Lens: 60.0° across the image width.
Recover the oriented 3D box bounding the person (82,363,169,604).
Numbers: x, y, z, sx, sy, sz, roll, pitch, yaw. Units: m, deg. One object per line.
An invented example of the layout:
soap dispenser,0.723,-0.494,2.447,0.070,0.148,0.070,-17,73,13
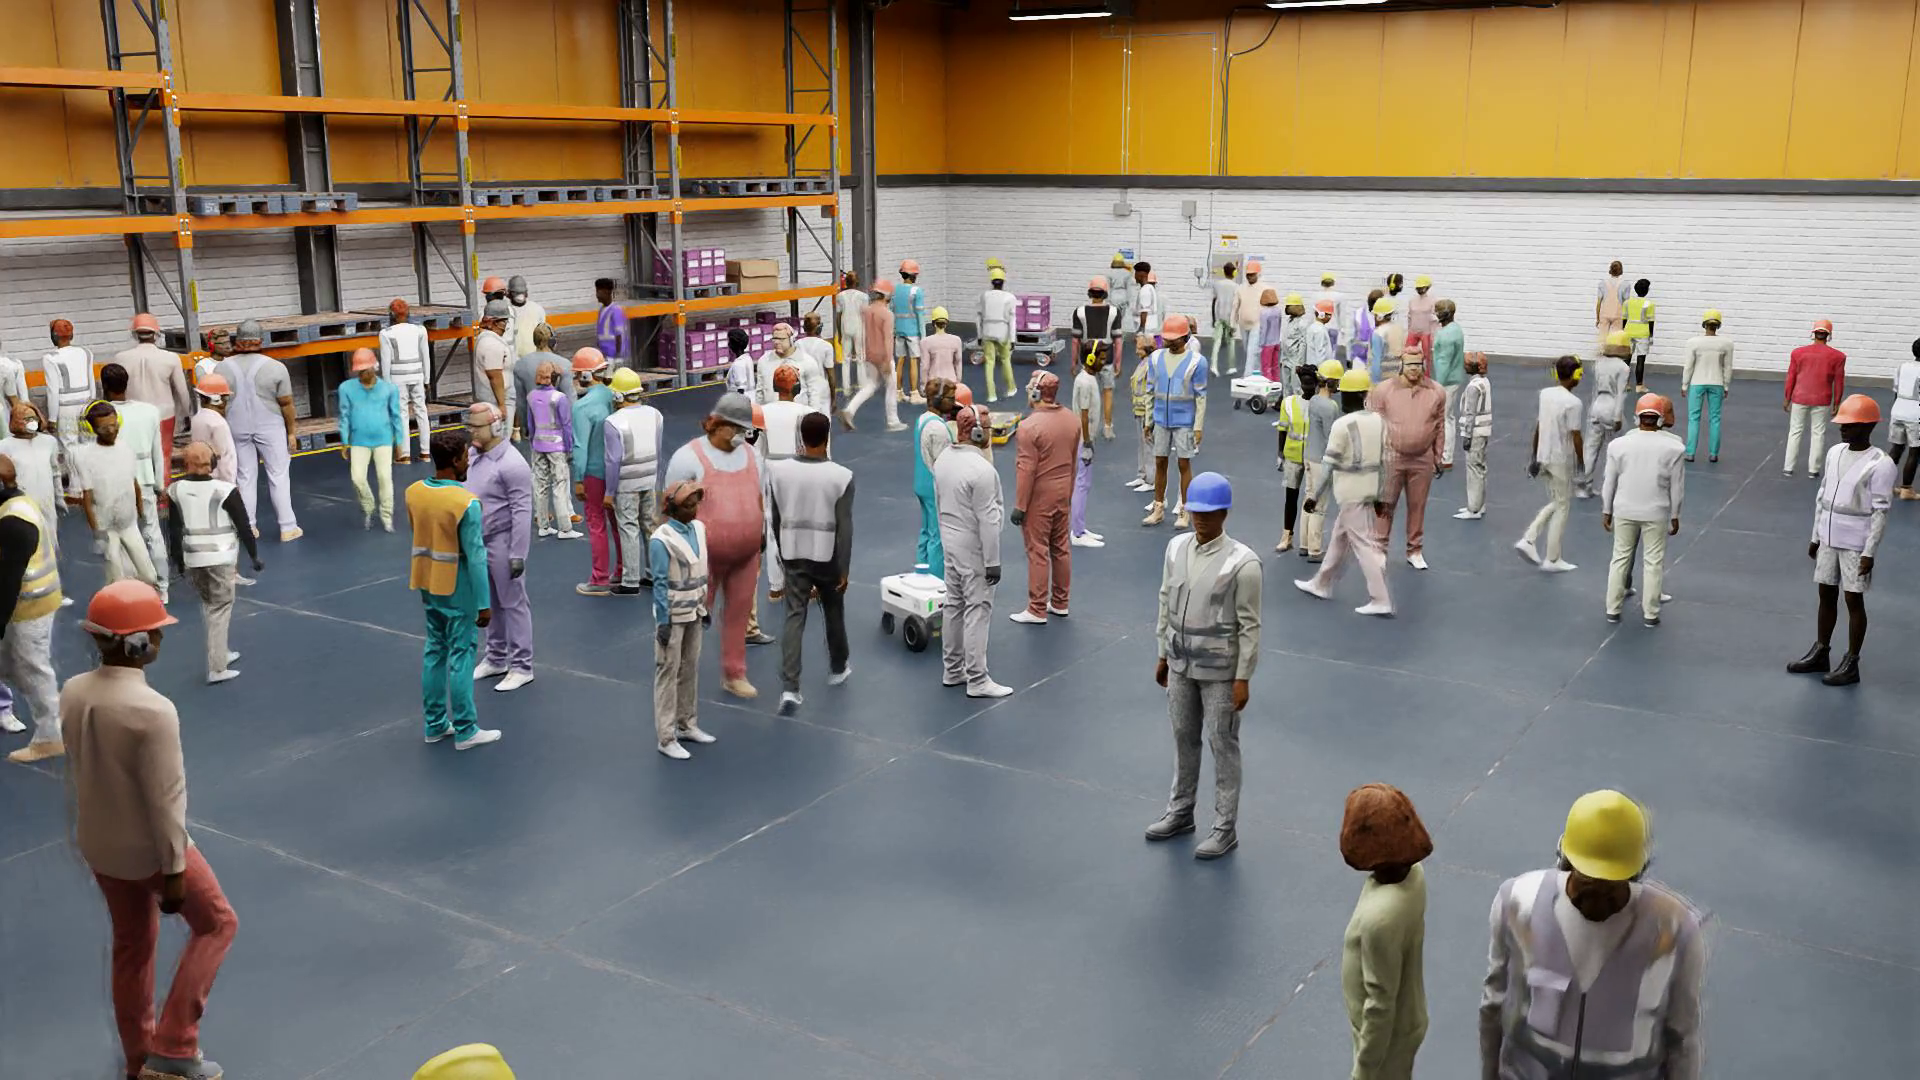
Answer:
person,-6.413,-0.404,12.828,0.391,1.920,0.593,8,15,32

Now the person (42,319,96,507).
person,-8.902,-1.271,16.666,0.355,1.883,0.575,4,14,16

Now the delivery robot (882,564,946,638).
delivery robot,-0.268,0.419,12.037,0.477,0.478,0.707,-8,15,-33

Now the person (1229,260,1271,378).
person,4.421,-3.251,25.130,0.627,1.958,1.017,9,16,35

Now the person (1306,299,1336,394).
person,4.455,-2.104,20.580,0.337,1.742,0.562,1,13,3

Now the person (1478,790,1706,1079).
person,1.787,1.518,4.765,0.596,1.798,0.783,6,14,25

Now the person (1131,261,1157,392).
person,2.731,-3.144,24.637,0.379,1.958,0.600,2,13,9

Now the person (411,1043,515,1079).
person,-0.991,1.852,3.401,0.339,1.761,0.526,-6,14,-24

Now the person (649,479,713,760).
person,-1.637,0.457,9.726,0.320,1.638,0.559,5,14,21

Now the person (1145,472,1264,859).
person,1.221,0.616,8.335,0.386,1.948,0.614,-11,17,-40

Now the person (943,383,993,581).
person,-0.007,-0.337,12.893,0.562,1.753,0.333,3,13,12

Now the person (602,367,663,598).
person,-2.617,-0.456,13.229,0.403,1.837,0.589,8,15,33

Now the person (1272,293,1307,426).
person,4.273,-2.302,21.445,0.294,1.744,0.487,-5,14,-19

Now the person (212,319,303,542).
person,-6.377,-1.001,15.146,0.689,2.000,0.537,-1,13,-5

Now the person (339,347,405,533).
person,-5.473,-0.933,15.505,0.590,1.736,0.371,-3,13,-13

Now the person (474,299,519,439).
person,-4.747,-1.486,17.251,0.535,2.000,0.686,-5,14,-20

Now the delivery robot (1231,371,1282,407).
delivery robot,4.077,-2.092,22.932,0.477,0.478,0.707,-10,17,-38

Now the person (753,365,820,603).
person,-1.331,-0.430,13.020,0.575,1.882,0.355,4,13,16

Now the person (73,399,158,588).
person,-5.850,-0.070,11.559,0.411,1.844,0.517,7,15,27

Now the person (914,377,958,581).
person,-0.173,-0.326,12.663,0.333,1.837,0.514,-4,14,-18

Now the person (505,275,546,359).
person,-5.488,-2.306,20.807,0.685,2.000,0.535,-5,14,-21

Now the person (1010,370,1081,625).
person,0.613,-0.321,12.483,0.407,1.913,0.638,11,17,41

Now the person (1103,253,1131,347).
person,2.876,-4.431,30.711,0.495,1.724,0.544,-4,13,-15

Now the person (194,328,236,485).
person,-7.155,-1.124,16.105,0.388,1.848,0.564,1,13,5

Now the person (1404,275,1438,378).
person,6.793,-3.034,24.608,0.533,1.748,0.565,12,18,42

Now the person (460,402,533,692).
person,-3.068,0.042,10.926,0.643,1.907,0.400,12,18,43

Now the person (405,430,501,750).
person,-3.005,0.301,9.798,0.592,1.913,0.393,9,16,33

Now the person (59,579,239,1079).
person,-2.997,1.109,6.131,0.621,1.980,0.439,6,14,25

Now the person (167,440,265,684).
person,-4.954,0.129,11.172,0.533,1.619,0.618,3,13,13

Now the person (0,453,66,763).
person,-5.427,0.397,9.574,0.460,1.823,0.624,-9,16,-35

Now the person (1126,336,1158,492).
person,1.944,-1.325,17.440,0.306,1.638,0.512,-2,13,-8

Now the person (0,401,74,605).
person,-7.129,-0.258,12.816,0.284,1.634,0.498,7,15,28

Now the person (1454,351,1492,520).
person,4.986,-1.016,16.121,0.318,1.630,0.513,6,14,26

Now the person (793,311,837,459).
person,-1.562,-1.528,17.863,0.506,1.847,0.343,4,14,18

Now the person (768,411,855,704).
person,-0.957,0.114,10.732,0.587,1.880,0.972,2,13,8

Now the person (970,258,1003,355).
person,0.516,-4.078,29.219,0.815,1.711,0.503,-1,13,-6

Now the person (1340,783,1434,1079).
person,1.280,1.523,5.094,0.286,1.632,0.500,6,14,24

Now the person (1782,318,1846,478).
person,9.328,-1.548,18.190,0.573,1.737,0.355,5,14,21

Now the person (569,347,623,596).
person,-2.893,-0.548,13.314,0.409,1.987,0.618,6,14,26

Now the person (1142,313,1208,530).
person,2.003,-1.111,15.634,0.605,2.038,0.390,8,15,30

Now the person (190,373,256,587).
person,-6.027,-0.486,13.562,0.346,1.746,0.573,-11,17,-39
